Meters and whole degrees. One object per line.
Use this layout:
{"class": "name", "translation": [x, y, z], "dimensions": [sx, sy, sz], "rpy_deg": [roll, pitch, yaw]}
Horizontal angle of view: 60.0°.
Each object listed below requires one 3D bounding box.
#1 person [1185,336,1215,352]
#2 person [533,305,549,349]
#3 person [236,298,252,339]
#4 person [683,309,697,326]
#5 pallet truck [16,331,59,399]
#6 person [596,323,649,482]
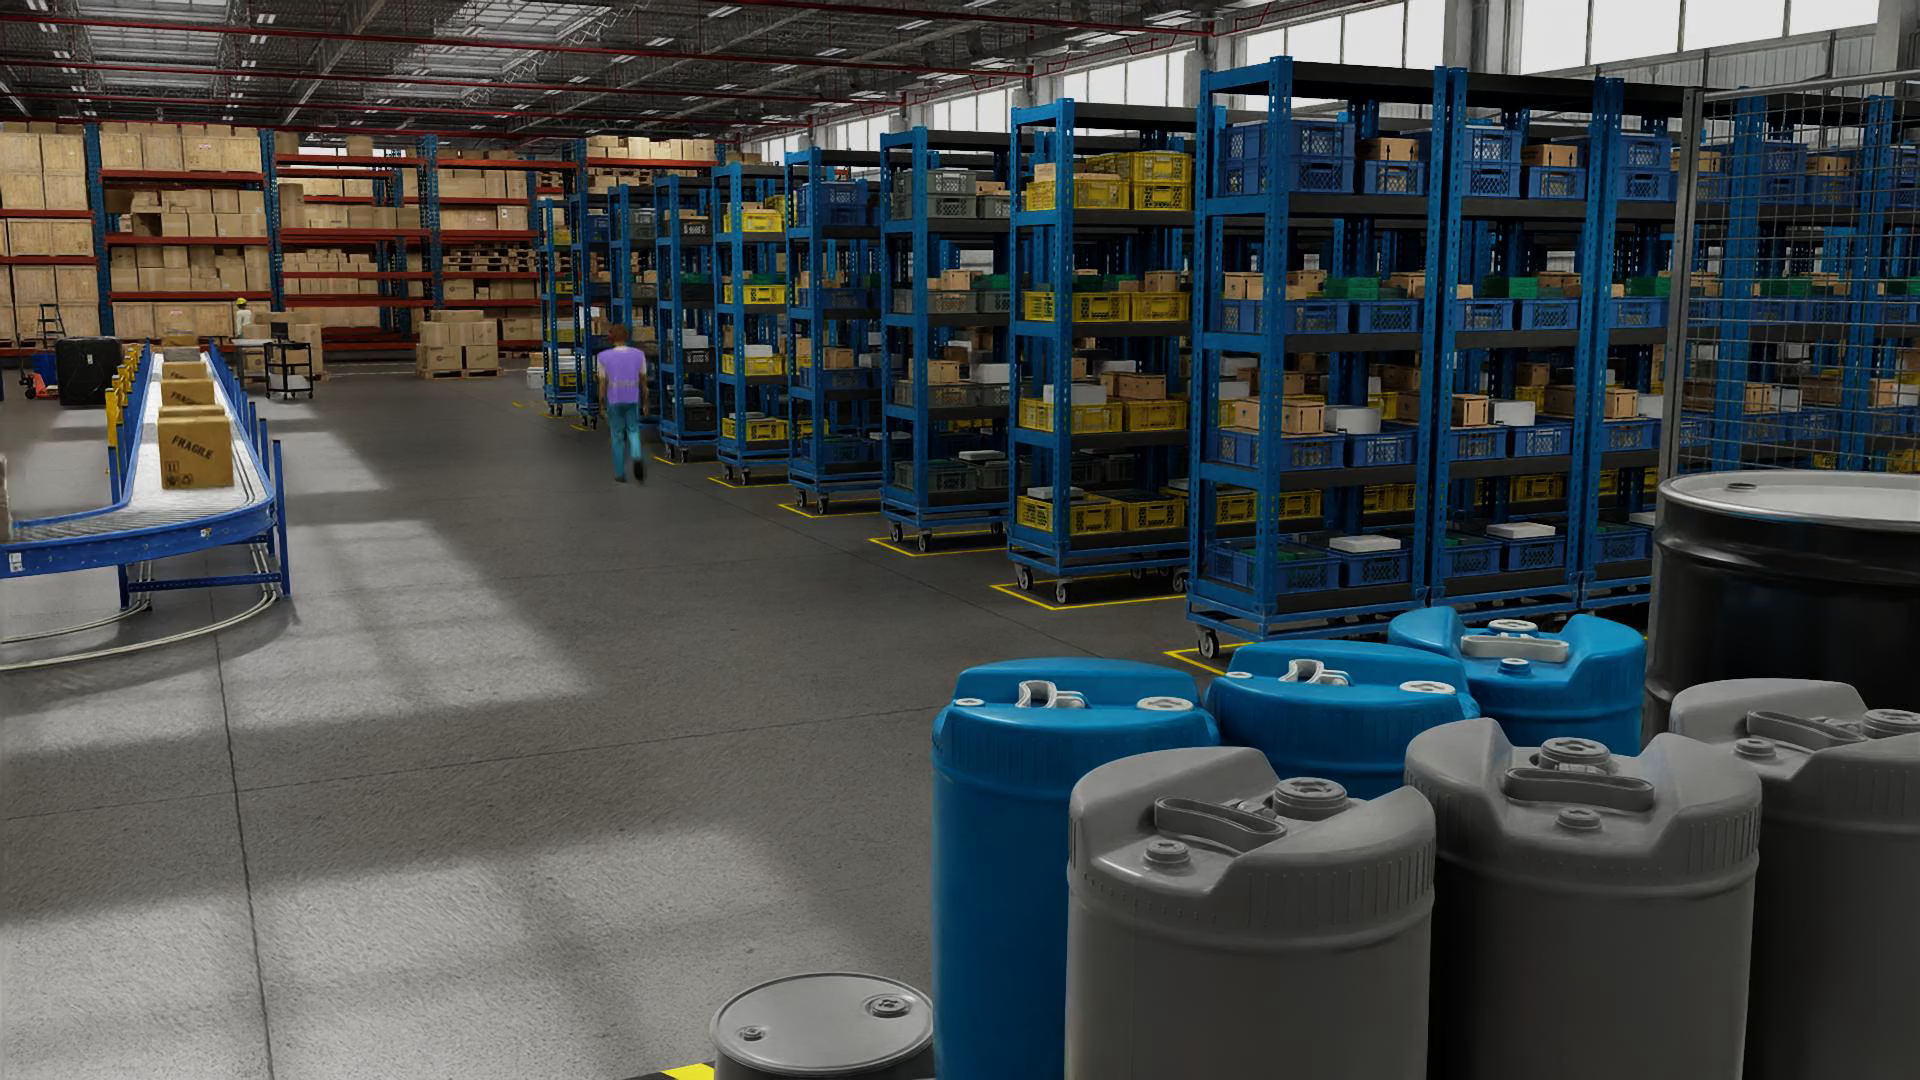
{"class": "person", "translation": [3.030, -1.760, 20.340], "dimensions": [0.682, 1.809, 0.612], "rpy_deg": [-4, 10, -25]}
{"class": "person", "translation": [-12.616, -6.644, 50.192], "dimensions": [0.605, 1.948, 0.406], "rpy_deg": [2, 9, 14]}
{"class": "person", "translation": [-18.298, -5.313, 42.539], "dimensions": [0.346, 1.762, 0.524], "rpy_deg": [3, 10, 17]}
{"class": "person", "translation": [-6.938, -5.504, 42.973], "dimensions": [0.612, 1.995, 0.393], "rpy_deg": [-1, 9, -5]}
{"class": "pallet truck", "translation": [-17.082, -3.353, 31.781], "dimensions": [1.630, 1.274, 0.653], "rpy_deg": [-4, 10, -25]}
{"class": "person", "translation": [-3.838, -1.554, 18.960], "dimensions": [0.585, 1.831, 0.523], "rpy_deg": [-4, 10, -25]}
